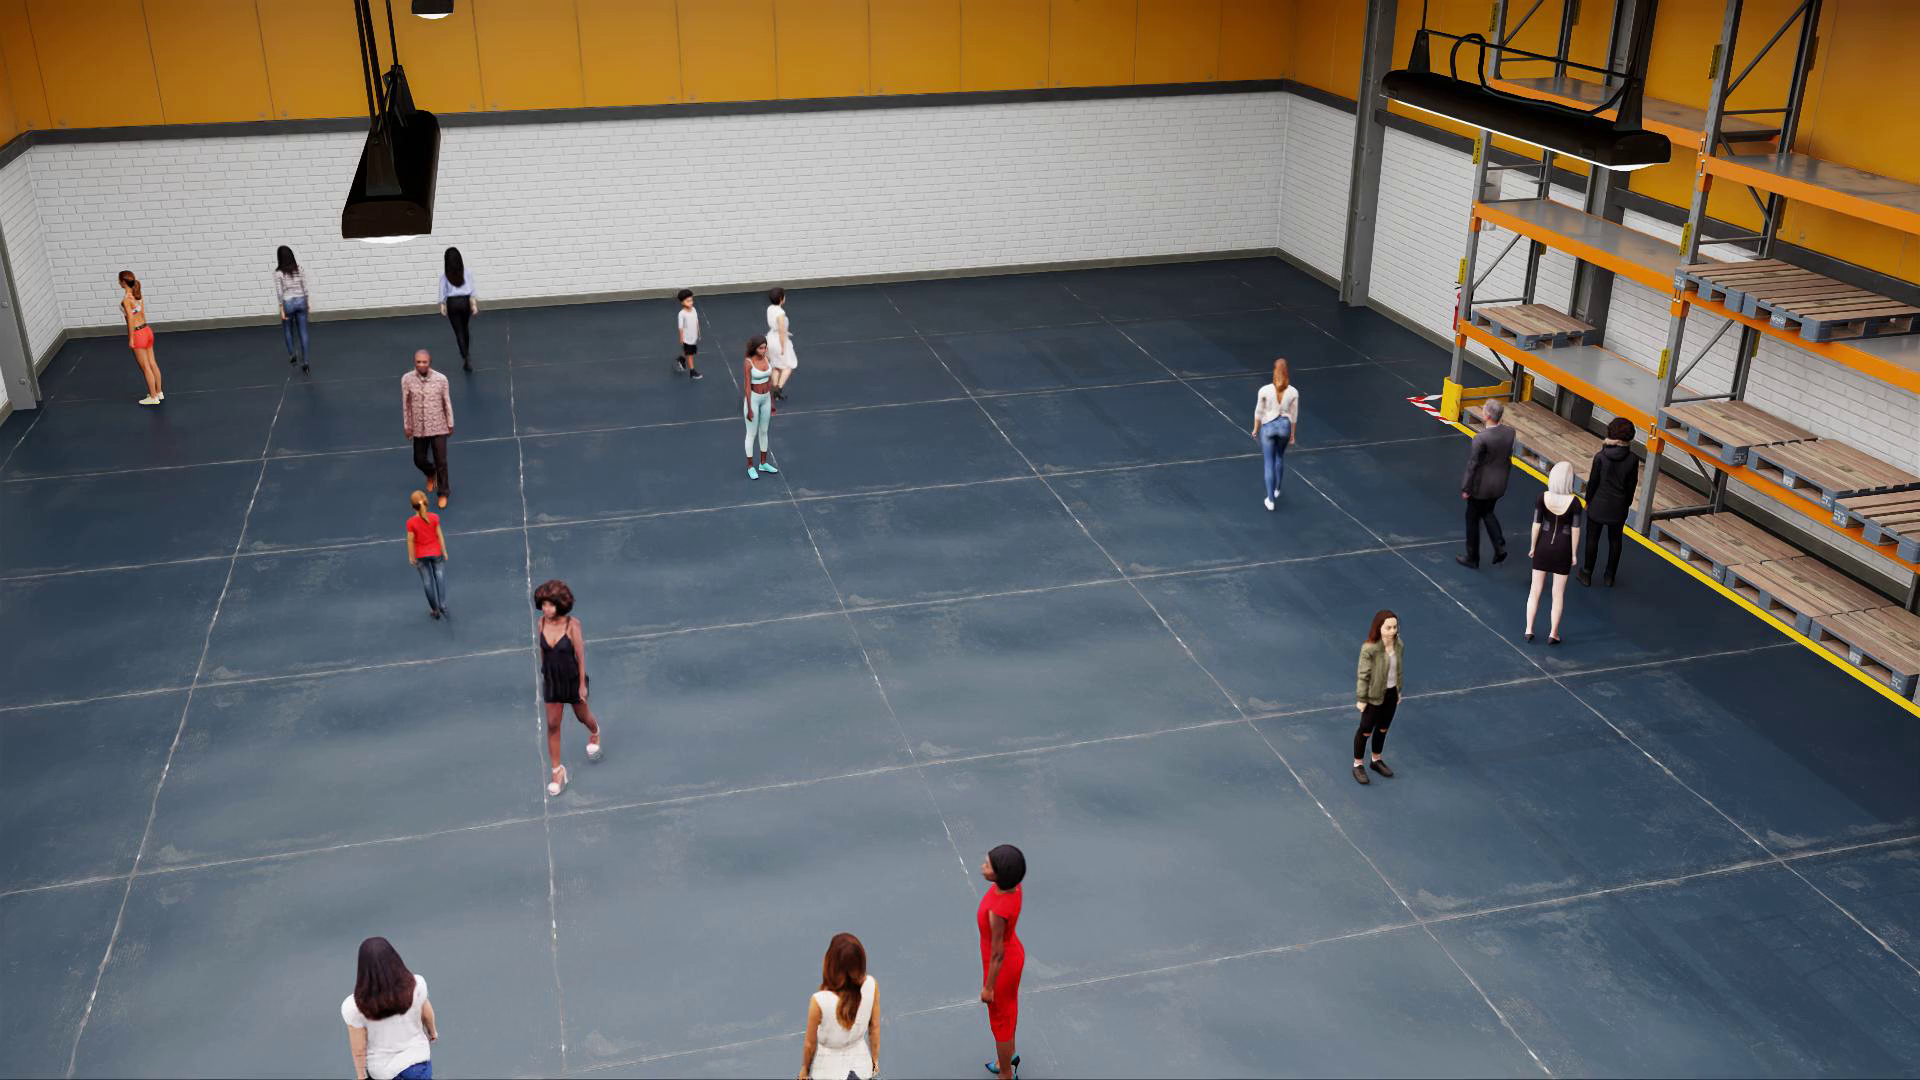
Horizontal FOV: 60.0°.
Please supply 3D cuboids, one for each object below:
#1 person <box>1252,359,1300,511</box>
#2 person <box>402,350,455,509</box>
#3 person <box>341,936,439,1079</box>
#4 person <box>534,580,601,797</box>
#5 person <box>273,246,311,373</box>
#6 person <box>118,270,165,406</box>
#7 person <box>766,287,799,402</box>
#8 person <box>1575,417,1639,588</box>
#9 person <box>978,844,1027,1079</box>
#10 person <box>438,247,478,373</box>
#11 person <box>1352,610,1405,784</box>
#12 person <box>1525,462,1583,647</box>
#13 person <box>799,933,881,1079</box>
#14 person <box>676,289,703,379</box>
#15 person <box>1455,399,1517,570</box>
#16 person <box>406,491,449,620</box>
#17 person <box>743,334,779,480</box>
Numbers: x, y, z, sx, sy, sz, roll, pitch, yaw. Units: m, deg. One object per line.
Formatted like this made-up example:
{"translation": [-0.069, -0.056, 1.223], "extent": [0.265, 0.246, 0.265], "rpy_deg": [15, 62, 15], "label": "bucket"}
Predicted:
{"translation": [3.535, -1.153, 18.550], "extent": [0.721, 1.700, 0.877], "rpy_deg": [-1, 24, -3], "label": "person"}
{"translation": [-5.983, -1.297, 18.766], "extent": [0.756, 1.792, 0.937], "rpy_deg": [-3, 24, -7], "label": "person"}
{"translation": [-3.070, 2.984, 9.156], "extent": [0.711, 1.643, 1.089], "rpy_deg": [-9, 25, -19], "label": "person"}
{"translation": [-3.103, 1.106, 13.291], "extent": [0.820, 1.773, 1.060], "rpy_deg": [4, 24, 9], "label": "person"}
{"translation": [-9.200, -3.165, 23.071], "extent": [0.754, 1.766, 0.966], "rpy_deg": [-13, 27, -28], "label": "person"}
{"translation": [-10.798, -2.674, 21.916], "extent": [0.693, 1.791, 0.581], "rpy_deg": [2, 24, 3], "label": "person"}
{"translation": [-2.456, -2.560, 21.969], "extent": [0.734, 1.540, 0.682], "rpy_deg": [-19, 30, -37], "label": "person"}
{"translation": [6.507, -0.375, 16.672], "extent": [0.716, 1.779, 0.719], "rpy_deg": [3, 24, 8], "label": "person"}
{"translation": [0.254, 2.573, 9.971], "extent": [0.695, 1.744, 0.565], "rpy_deg": [4, 24, 8], "label": "person"}
{"translation": [-6.971, -3.184, 23.193], "extent": [0.896, 1.703, 1.139], "rpy_deg": [-15, 28, -31], "label": "person"}
{"translation": [3.364, 1.238, 13.360], "extent": [0.623, 1.475, 0.570], "rpy_deg": [-11, 26, -24], "label": "person"}
{"translation": [5.516, 0.124, 15.467], "extent": [0.644, 1.829, 0.703], "rpy_deg": [13, 27, 27], "label": "person"}
{"translation": [-0.609, 2.960, 9.061], "extent": [0.828, 1.764, 1.127], "rpy_deg": [-15, 28, -31], "label": "person"}
{"translation": [-3.793, -2.870, 23.042], "extent": [0.814, 1.247, 0.732], "rpy_deg": [16, 28, 32], "label": "person"}
{"translation": [5.434, -0.536, 16.988], "extent": [0.824, 1.821, 0.863], "rpy_deg": [-11, 26, -24], "label": "person"}
{"translation": [-5.111, 0.165, 16.029], "extent": [0.551, 1.304, 0.572], "rpy_deg": [-12, 26, -26], "label": "person"}
{"translation": [-2.368, -1.591, 19.520], "extent": [0.679, 1.725, 0.651], "rpy_deg": [21, 31, 40], "label": "person"}
